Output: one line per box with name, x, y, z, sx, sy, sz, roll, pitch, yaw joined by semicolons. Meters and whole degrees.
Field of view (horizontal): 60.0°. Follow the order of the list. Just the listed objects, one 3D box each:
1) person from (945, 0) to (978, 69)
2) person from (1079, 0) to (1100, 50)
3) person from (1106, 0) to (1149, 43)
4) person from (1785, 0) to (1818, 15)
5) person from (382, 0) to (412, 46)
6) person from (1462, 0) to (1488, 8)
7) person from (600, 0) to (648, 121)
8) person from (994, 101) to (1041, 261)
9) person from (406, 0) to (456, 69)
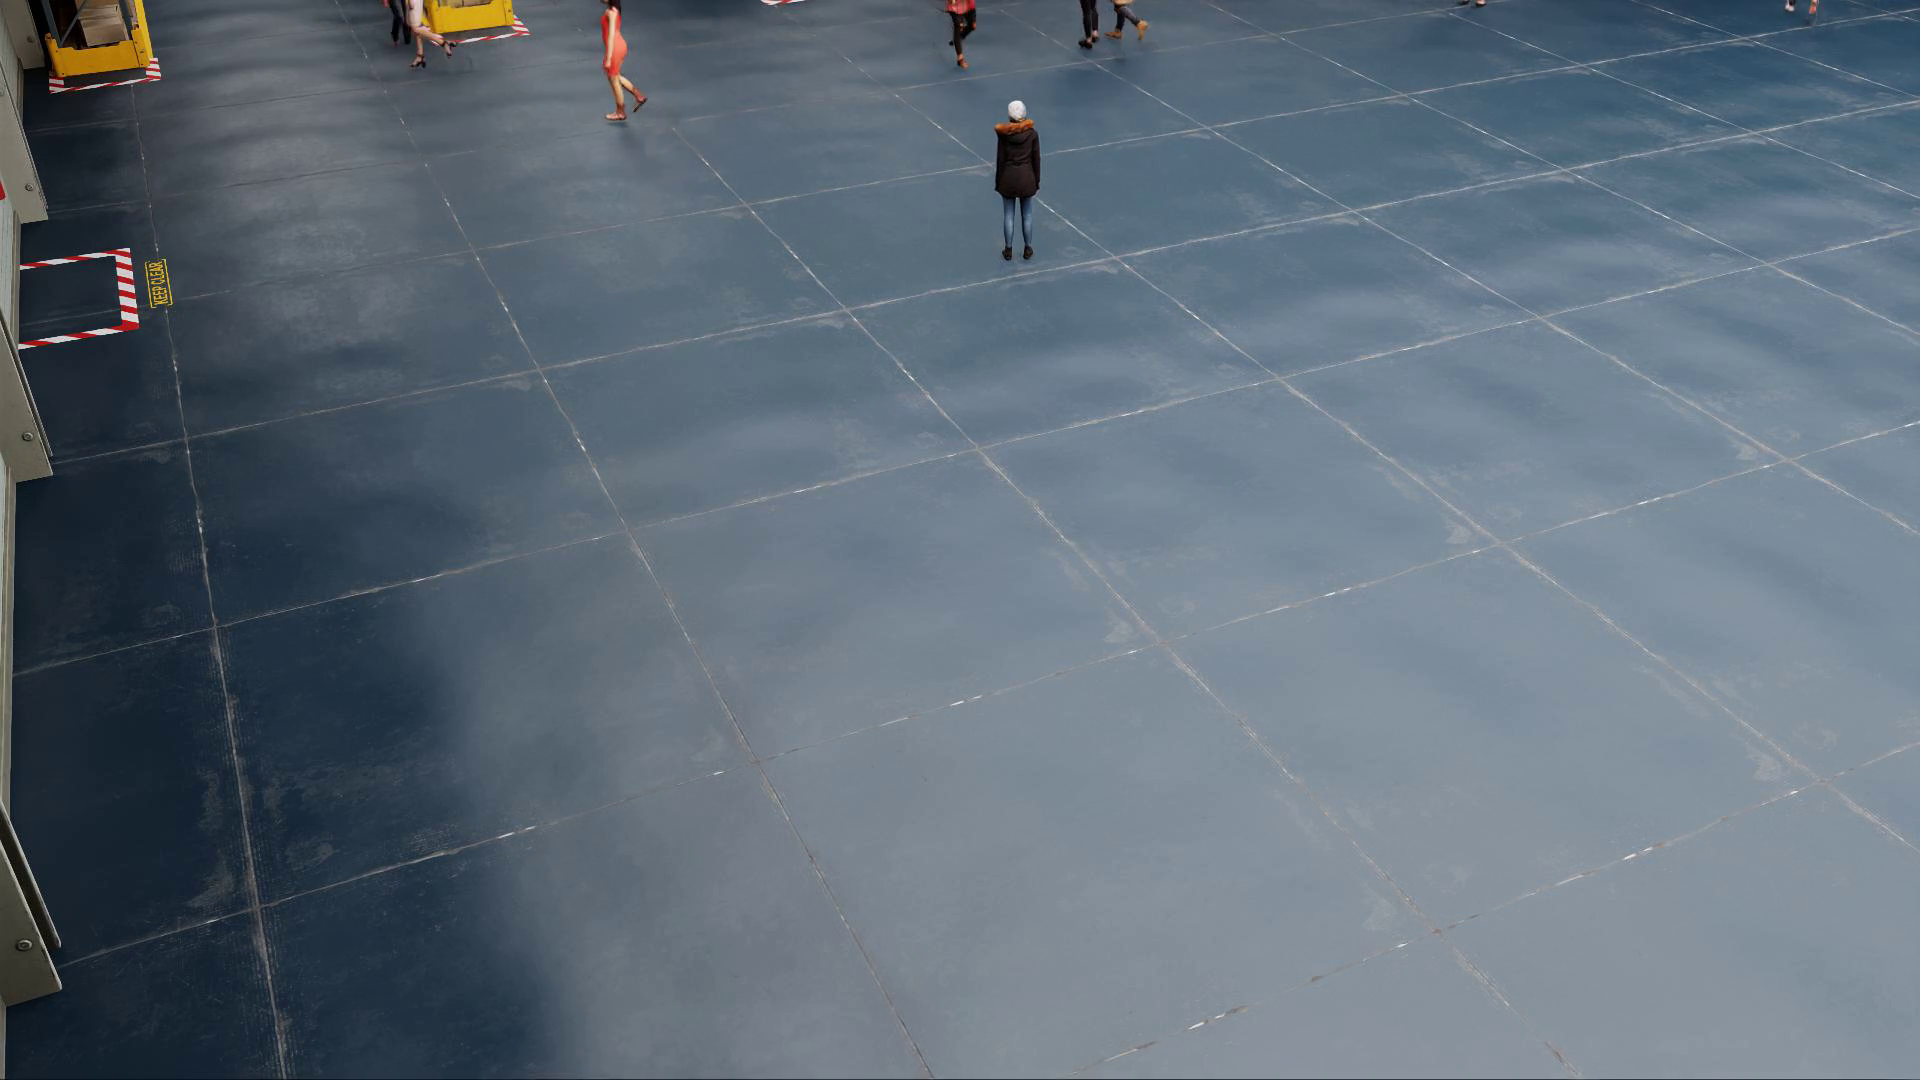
person;-0.026;-7.208;22.268;0.677;1.691;0.748;-22;39;-29
person;1.836;-7.611;22.876;0.653;1.704;0.572;-17;37;-25
person;2.357;-7.775;23.127;1.079;1.705;0.939;21;39;29
person;12.432;-8.522;24.241;0.898;1.744;1.065;2;33;4
person;-7.863;-7.636;23.196;0.787;1.768;0.850;23;40;31
person;7.759;-8.850;24.766;0.614;1.720;0.726;20;38;28
person;-4.126;-5.947;20.322;0.781;1.700;0.787;-3;33;-5
person;0.581;-3.642;16.836;0.720;1.635;0.725;-1;33;-2
person;-7.162;-7.162;22.087;0.841;1.812;0.912;-2;33;-3
